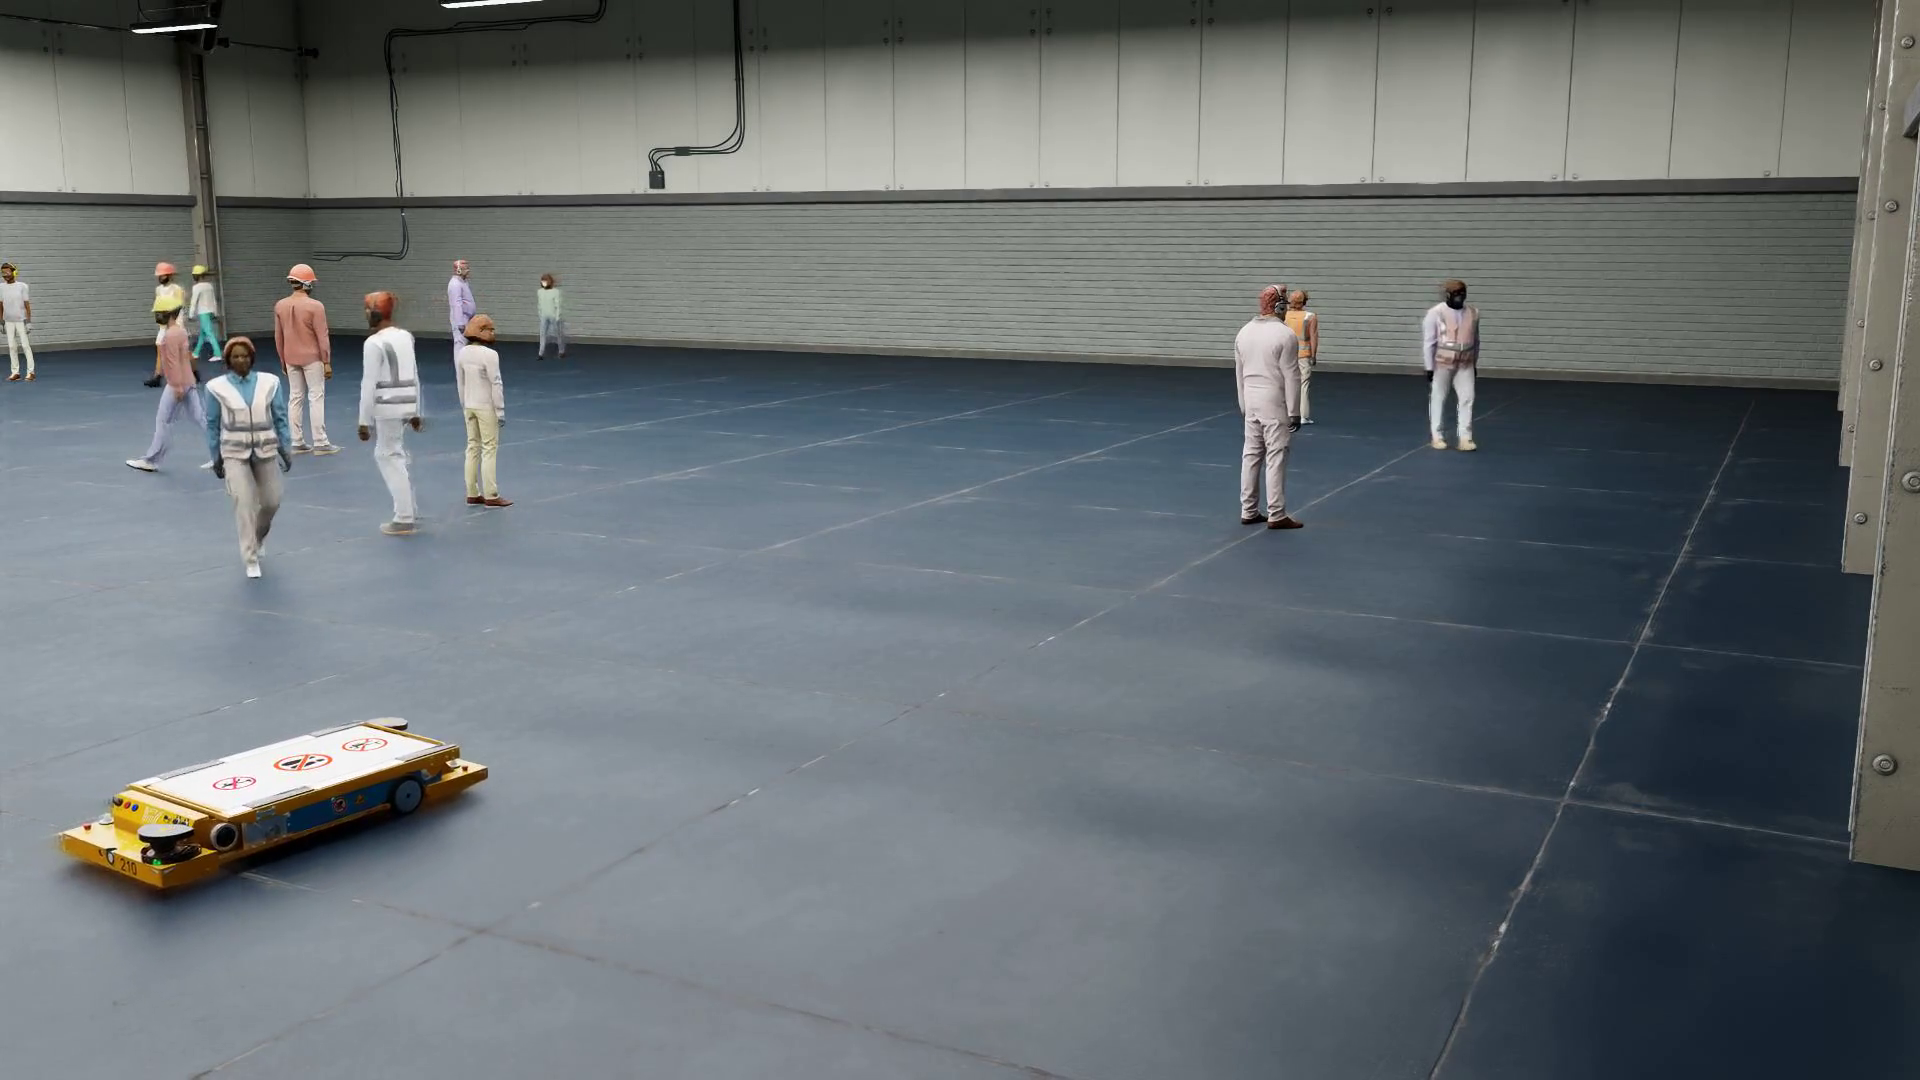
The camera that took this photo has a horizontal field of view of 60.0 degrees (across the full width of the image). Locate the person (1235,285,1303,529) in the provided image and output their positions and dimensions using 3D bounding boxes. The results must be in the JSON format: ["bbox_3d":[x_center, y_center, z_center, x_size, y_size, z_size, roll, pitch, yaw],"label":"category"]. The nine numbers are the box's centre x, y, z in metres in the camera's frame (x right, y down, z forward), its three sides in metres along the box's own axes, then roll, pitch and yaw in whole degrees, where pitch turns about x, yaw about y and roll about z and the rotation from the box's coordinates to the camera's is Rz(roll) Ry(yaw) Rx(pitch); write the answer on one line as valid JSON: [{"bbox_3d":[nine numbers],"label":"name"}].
[{"bbox_3d":[2.451,-1.040,13.080,0.410,1.909,0.643,-7,13,-34],"label":"person"}]

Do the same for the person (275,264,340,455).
[{"bbox_3d":[-6.861,-1.887,17.459,0.624,1.992,0.390,3,11,17],"label":"person"}]

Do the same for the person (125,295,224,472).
[{"bbox_3d":[-7.673,-1.522,16.235,0.918,1.716,0.550,-2,11,-10],"label":"person"}]

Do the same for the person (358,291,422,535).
[{"bbox_3d":[-4.395,-0.958,12.725,0.453,1.868,0.611,2,11,10],"label":"person"}]

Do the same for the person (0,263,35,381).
[{"bbox_3d":[-14.964,-3.447,26.341,0.508,1.863,0.311,0,10,-2],"label":"person"}]

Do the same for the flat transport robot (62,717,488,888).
[{"bbox_3d":[-2.632,0.984,6.508,0.652,0.197,1.431,7,12,34],"label":"flat transport robot"}]

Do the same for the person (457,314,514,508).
[{"bbox_3d":[-4.040,-1.089,14.094,0.507,1.631,0.273,7,13,35],"label":"person"}]

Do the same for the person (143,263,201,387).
[{"bbox_3d":[-12.045,-3.281,25.373,0.566,1.882,1.017,4,11,21],"label":"person"}]

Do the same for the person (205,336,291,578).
[{"bbox_3d":[-4.854,-0.581,11.332,0.519,1.626,0.581,-7,13,-34],"label":"person"}]

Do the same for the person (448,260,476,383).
[{"bbox_3d":[-7.784,-3.421,26.065,0.402,1.911,0.638,-2,11,-11],"label":"person"}]

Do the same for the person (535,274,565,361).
[{"bbox_3d":[-7.542,-4.094,30.596,0.514,1.587,0.850,3,11,18],"label":"person"}]

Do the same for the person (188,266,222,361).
[{"bbox_3d":[-13.884,-4.119,30.327,0.853,1.725,0.552,1,10,8],"label":"person"}]

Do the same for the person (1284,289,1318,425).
[{"bbox_3d":[4.087,-2.217,20.222,0.515,1.641,0.314,6,12,29],"label":"person"}]

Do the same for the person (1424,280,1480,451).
[{"bbox_3d":[5.276,-1.840,17.689,0.650,1.814,0.768,-1,10,-7],"label":"person"}]
